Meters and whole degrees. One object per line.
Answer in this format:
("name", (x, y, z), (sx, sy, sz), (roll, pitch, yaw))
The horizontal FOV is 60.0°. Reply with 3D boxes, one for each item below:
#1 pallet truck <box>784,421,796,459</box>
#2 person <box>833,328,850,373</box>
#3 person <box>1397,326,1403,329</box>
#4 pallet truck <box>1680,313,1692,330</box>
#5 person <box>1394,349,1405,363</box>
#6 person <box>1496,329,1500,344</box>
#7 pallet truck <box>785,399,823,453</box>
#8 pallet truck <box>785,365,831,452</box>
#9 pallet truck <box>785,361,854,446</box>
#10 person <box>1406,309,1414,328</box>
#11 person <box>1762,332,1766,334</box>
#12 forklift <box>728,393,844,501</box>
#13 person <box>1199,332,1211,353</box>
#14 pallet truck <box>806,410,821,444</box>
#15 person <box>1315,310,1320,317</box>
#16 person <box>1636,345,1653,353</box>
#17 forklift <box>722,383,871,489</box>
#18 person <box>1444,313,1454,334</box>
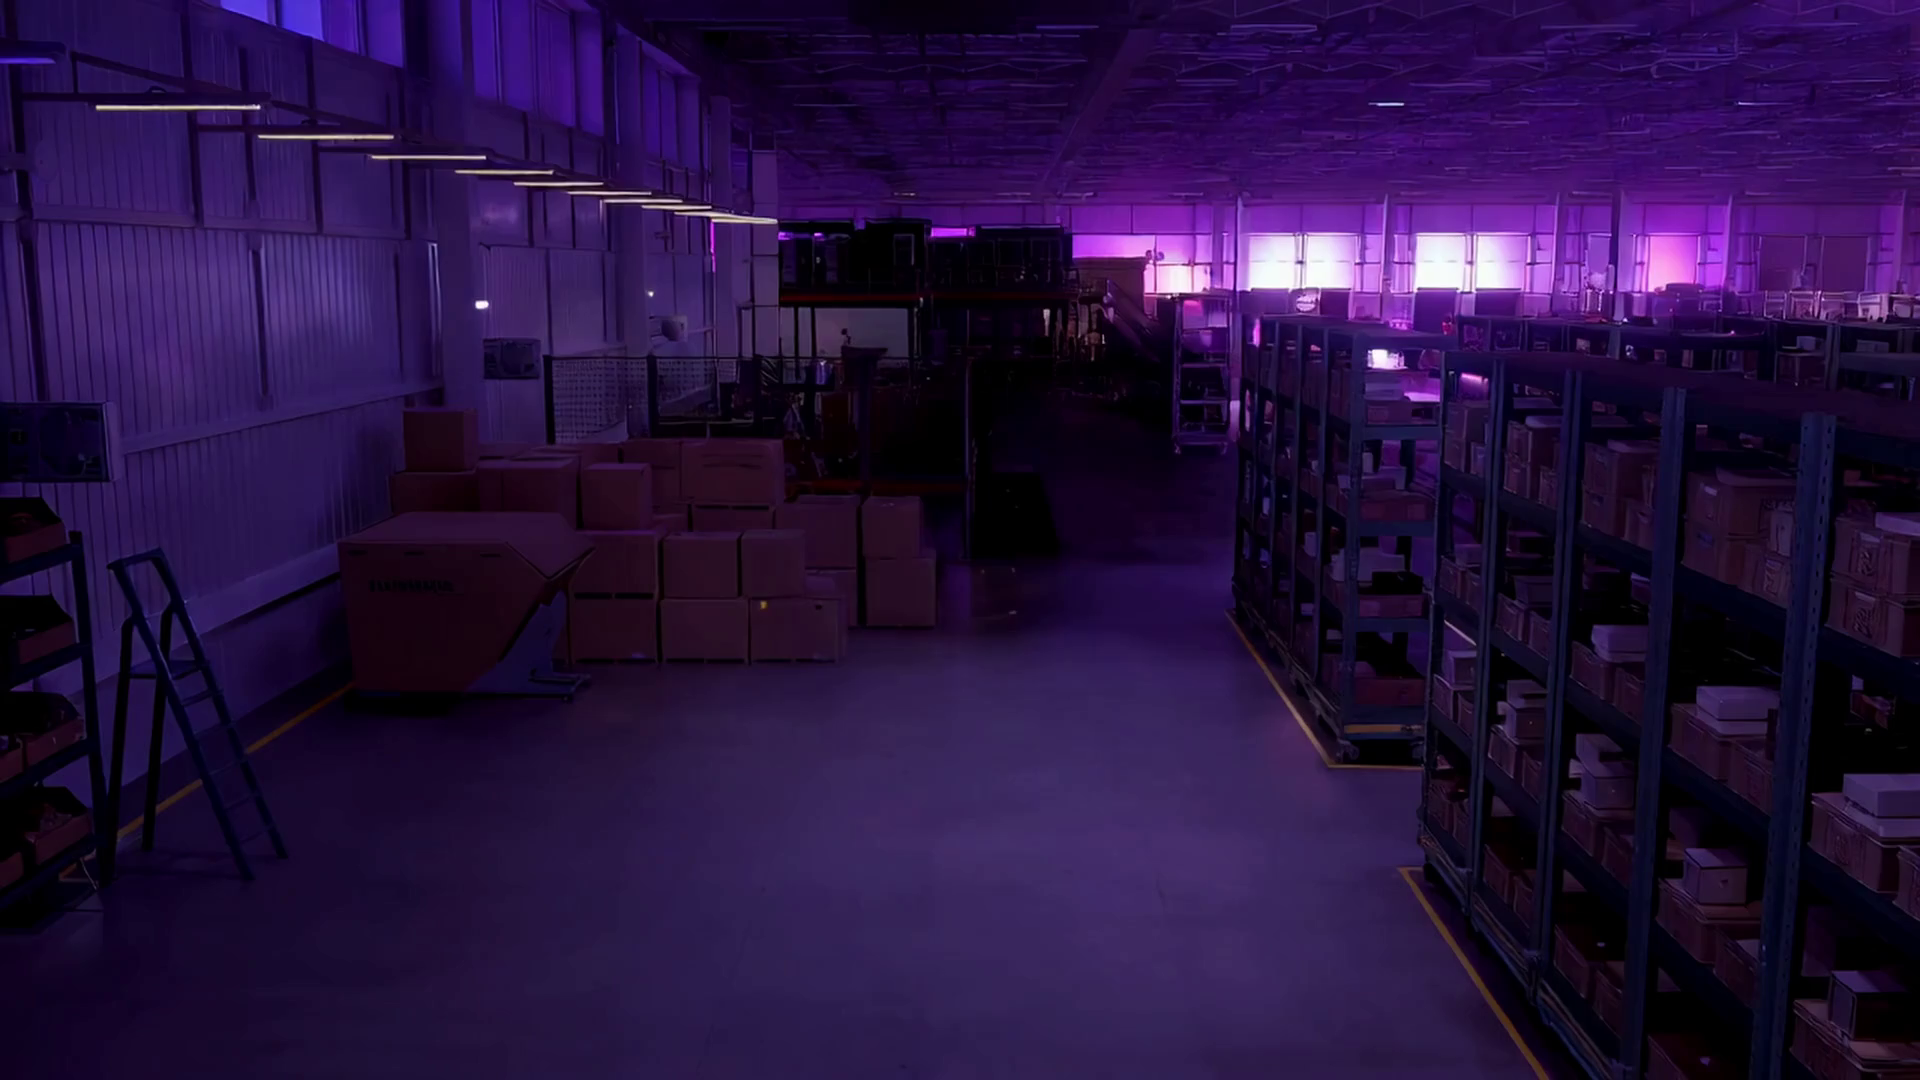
("pallet truck", (-4.013, -1.793, 32.705), (1.601, 1.201, 0.680), (0, 9, 1))
("person", (-4.521, -7.550, 66.393), (0.999, 1.837, 0.583), (2, 9, 12))
("person", (16.353, -6.947, 61.989), (0.377, 2.045, 0.605), (1, 9, 5))
("pallet truck", (36.315, -10.531, 84.244), (0.823, 1.965, 1.885), (-6, 11, -33))
("person", (13.564, -5.081, 51.333), (0.326, 1.769, 0.524), (-2, 9, -13))
("person", (25.074, -9.532, 78.138), (0.613, 1.972, 0.641), (-5, 10, -27))
("pallet truck", (-3.814, -2.432, 36.419), (1.630, 1.274, 0.653), (0, 9, 1))
("pallet truck", (-3.774, -2.976, 37.635), (1.885, 1.965, 0.823), (1, 9, 5))
("pallet truck", (-3.410, -3.193, 38.978), (1.885, 1.965, 0.823), (0, 9, -1))
("person", (25.637, -12.207, 94.829), (0.393, 1.921, 0.586), (8, 12, 41))
("person", (39.596, -9.986, 81.631), (0.540, 1.750, 0.416), (-1, 9, -7))
("forklift", (-2.979, -1.316, 26.476), (2.680, 1.987, 1.157), (0, 9, 1))
("person", (11.228, -9.167, 76.420), (0.630, 1.804, 0.881), (-2, 9, -13))
("pallet truck", (-3.559, -2.018, 33.905), (1.522, 1.261, 0.704), (0, 9, -1))
("person", (20.039, -11.918, 93.072), (0.808, 1.902, 0.569), (6, 11, 35))
("person", (24.425, -6.526, 59.402), (0.678, 2.000, 0.537), (0, 9, -1))
("forklift", (-2.893, -1.687, 28.729), (2.680, 1.987, 1.157), (0, 9, -1))
("person", (25.246, -10.779, 85.970), (0.422, 1.938, 0.614), (-6, 11, -33))
